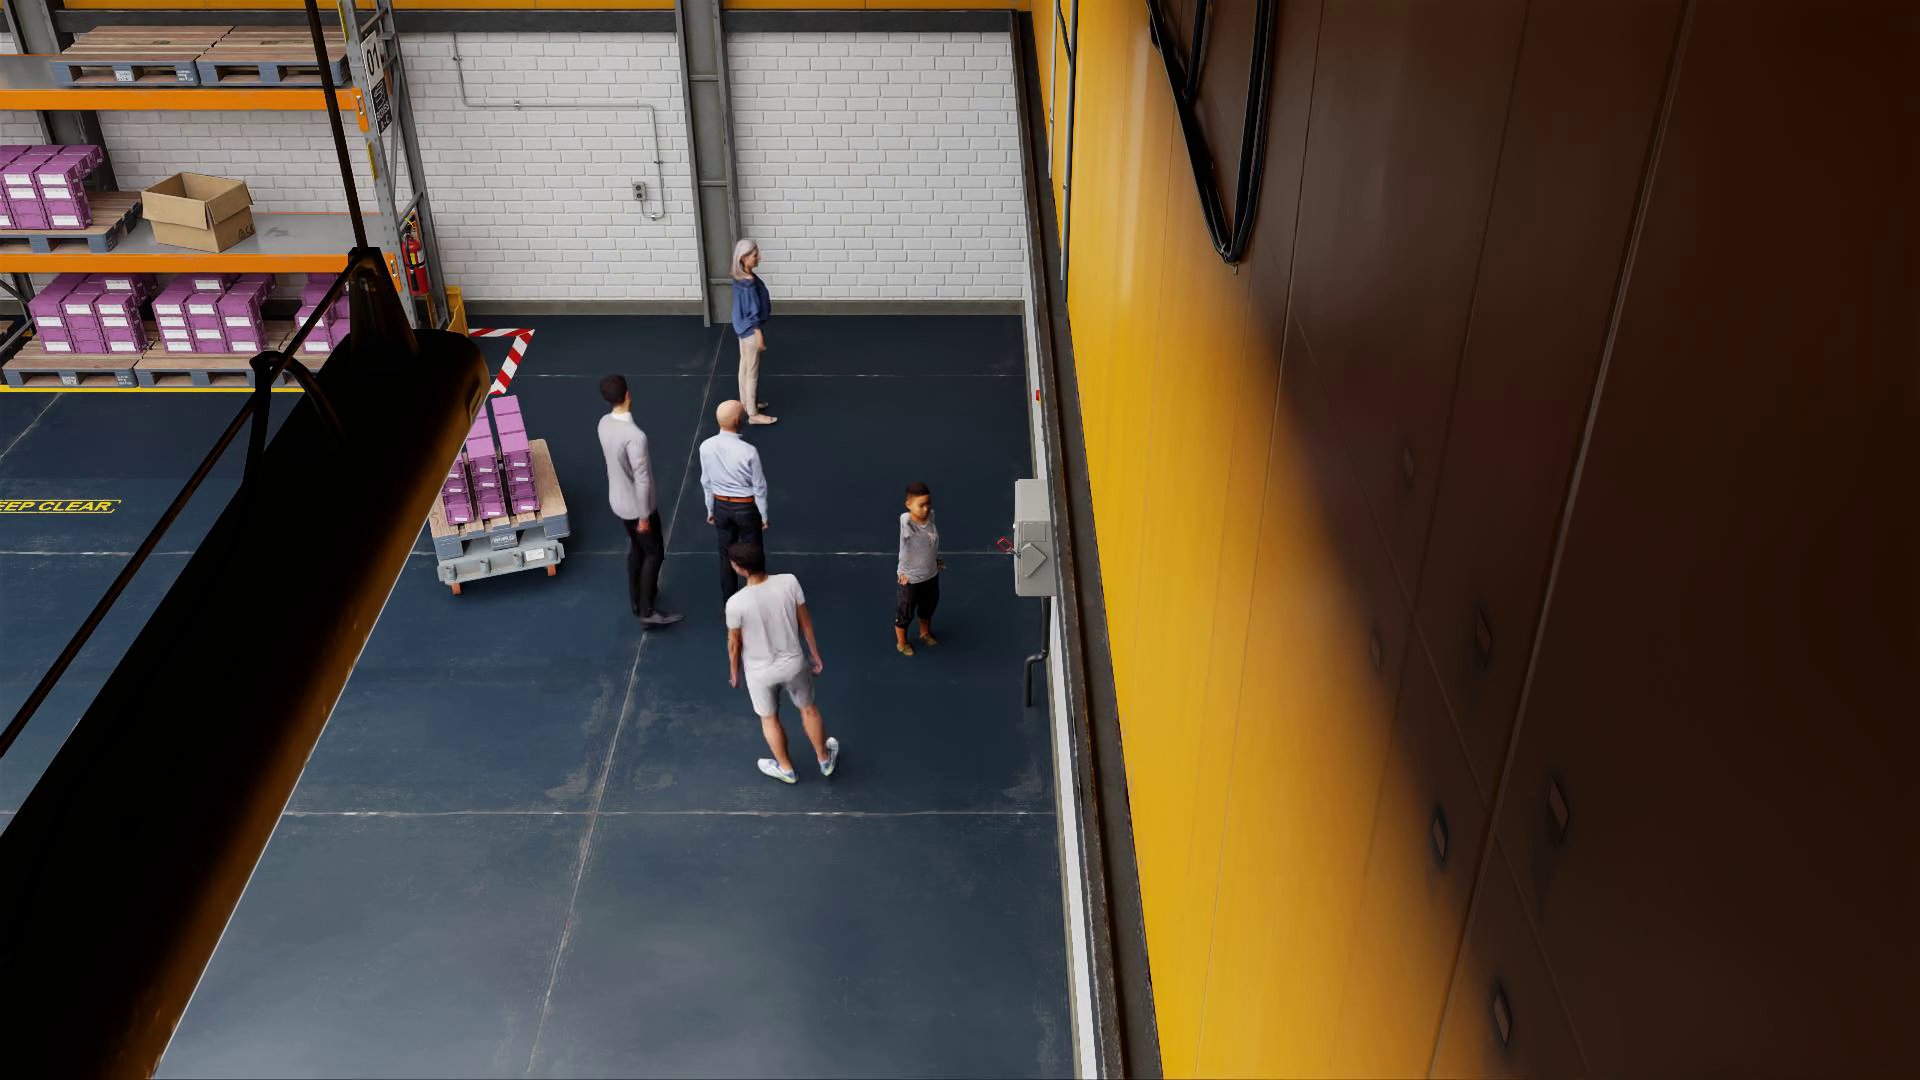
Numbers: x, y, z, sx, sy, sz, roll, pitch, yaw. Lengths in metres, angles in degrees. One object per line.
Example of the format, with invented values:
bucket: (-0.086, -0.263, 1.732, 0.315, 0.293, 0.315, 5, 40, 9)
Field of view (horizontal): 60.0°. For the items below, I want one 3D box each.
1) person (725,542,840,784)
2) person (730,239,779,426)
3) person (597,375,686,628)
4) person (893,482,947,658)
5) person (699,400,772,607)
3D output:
person: (-1.122, 0.805, 10.536, 0.839, 1.811, 1.000, -9, 35, -14)
person: (-1.853, -1.836, 14.610, 0.673, 1.700, 0.683, -11, 35, -16)
person: (-2.387, -0.246, 12.059, 0.921, 1.876, 0.935, -15, 36, -21)
person: (-0.307, 0.163, 11.826, 0.605, 1.453, 0.689, -23, 40, -31)
person: (-1.612, -0.197, 12.063, 0.601, 1.790, 0.760, 9, 35, 13)
